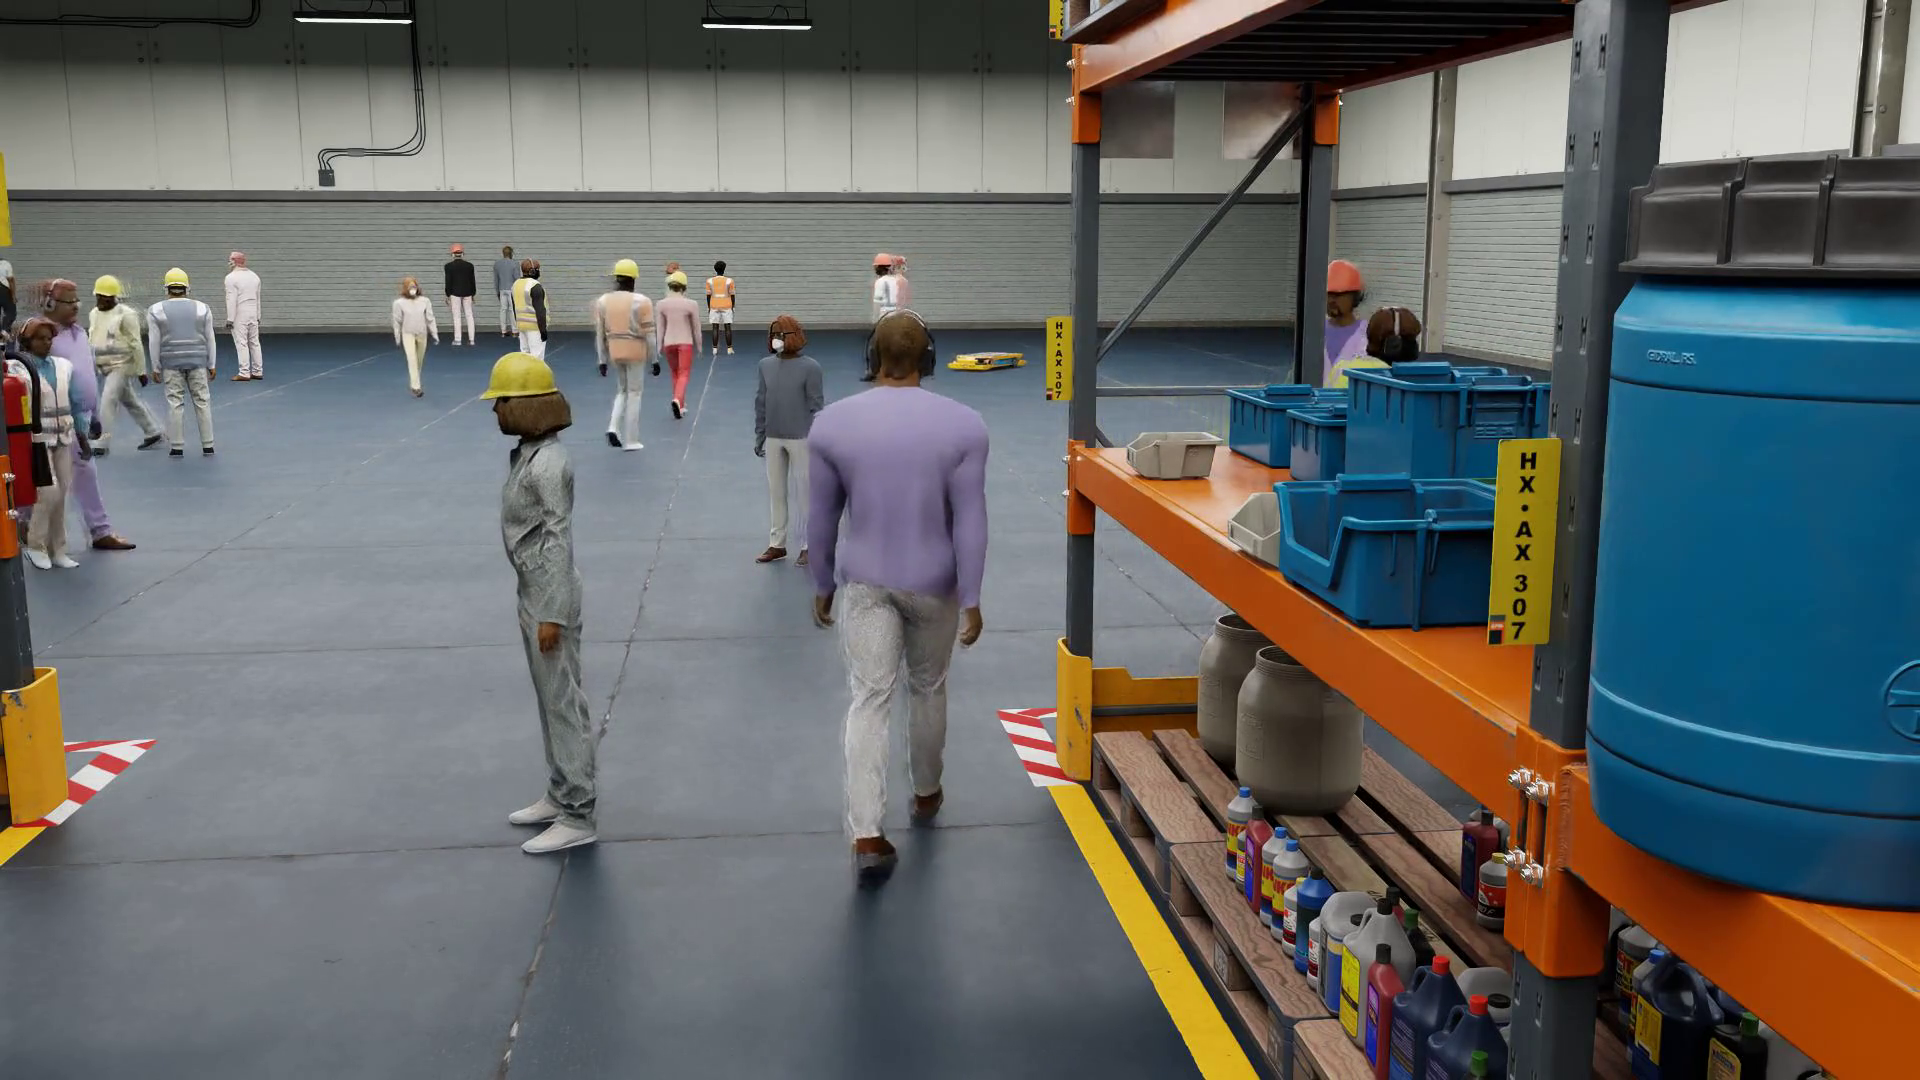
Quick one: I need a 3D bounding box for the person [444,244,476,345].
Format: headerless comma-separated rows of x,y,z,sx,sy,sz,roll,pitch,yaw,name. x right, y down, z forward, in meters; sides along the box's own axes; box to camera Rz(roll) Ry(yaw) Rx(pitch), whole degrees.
-9.884,-4.850,32.890,0.617,1.990,0.393,-7,13,-36,person

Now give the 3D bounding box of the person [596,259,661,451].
-3.293,-1.836,16.588,0.596,1.910,0.411,4,11,20,person

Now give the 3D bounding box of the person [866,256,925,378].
-0.991,-3.311,24.883,1.028,1.845,0.699,-9,13,-39,person

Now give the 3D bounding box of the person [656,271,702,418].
-3.351,-2.321,19.741,0.533,1.741,0.808,1,10,8,person

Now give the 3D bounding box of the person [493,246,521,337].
-9.619,-5.285,35.434,0.635,1.934,0.350,3,11,18,person

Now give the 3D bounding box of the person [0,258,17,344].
-19.046,-4.879,32.921,0.702,2.000,0.539,-2,10,-9,person

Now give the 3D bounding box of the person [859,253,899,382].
-1.037,-3.233,24.307,0.940,1.907,0.556,4,11,22,person

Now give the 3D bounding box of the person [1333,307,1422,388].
2.024,-0.172,7.768,0.859,1.808,0.649,-1,10,-7,person

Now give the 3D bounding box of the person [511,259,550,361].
-5.638,-2.783,21.975,0.621,1.845,0.429,10,14,42,person

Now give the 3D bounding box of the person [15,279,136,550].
-6.186,-0.854,11.381,0.967,1.860,0.648,1,10,3,person

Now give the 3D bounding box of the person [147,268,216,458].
-7.507,-1.703,16.081,0.590,1.833,0.404,-7,12,-32,person

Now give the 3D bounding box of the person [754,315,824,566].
-1.120,-0.647,10.834,0.507,1.633,0.276,5,12,27,person

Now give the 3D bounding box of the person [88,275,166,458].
-8.246,-1.709,16.311,0.597,1.772,0.959,7,12,32,person

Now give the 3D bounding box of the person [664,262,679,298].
-5.579,-4.589,32.447,0.285,1.633,0.497,-9,14,-40,person

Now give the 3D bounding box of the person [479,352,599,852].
-1.474,0.216,5.812,0.325,1.740,0.492,-4,11,-21,person

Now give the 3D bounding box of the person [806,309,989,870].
-0.223,0.153,5.754,0.645,1.896,1.005,1,10,5,person

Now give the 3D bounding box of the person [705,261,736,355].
-4.343,-4.204,30.170,0.560,1.693,0.321,0,10,-1,person

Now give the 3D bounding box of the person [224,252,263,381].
-10.662,-3.309,24.686,0.403,1.904,0.651,3,11,17,person

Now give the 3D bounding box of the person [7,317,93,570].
-5.828,-0.605,10.640,0.374,1.626,0.516,4,11,19,person

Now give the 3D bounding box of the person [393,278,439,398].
-7.267,-2.694,22.191,0.515,1.584,0.872,-8,13,-36,person

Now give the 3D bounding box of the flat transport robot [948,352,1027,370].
0.458,-2.918,27.026,0.652,0.197,1.431,6,12,31,flat transport robot

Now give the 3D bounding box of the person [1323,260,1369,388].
2.222,-0.645,9.843,0.630,1.984,1.031,7,13,35,person
